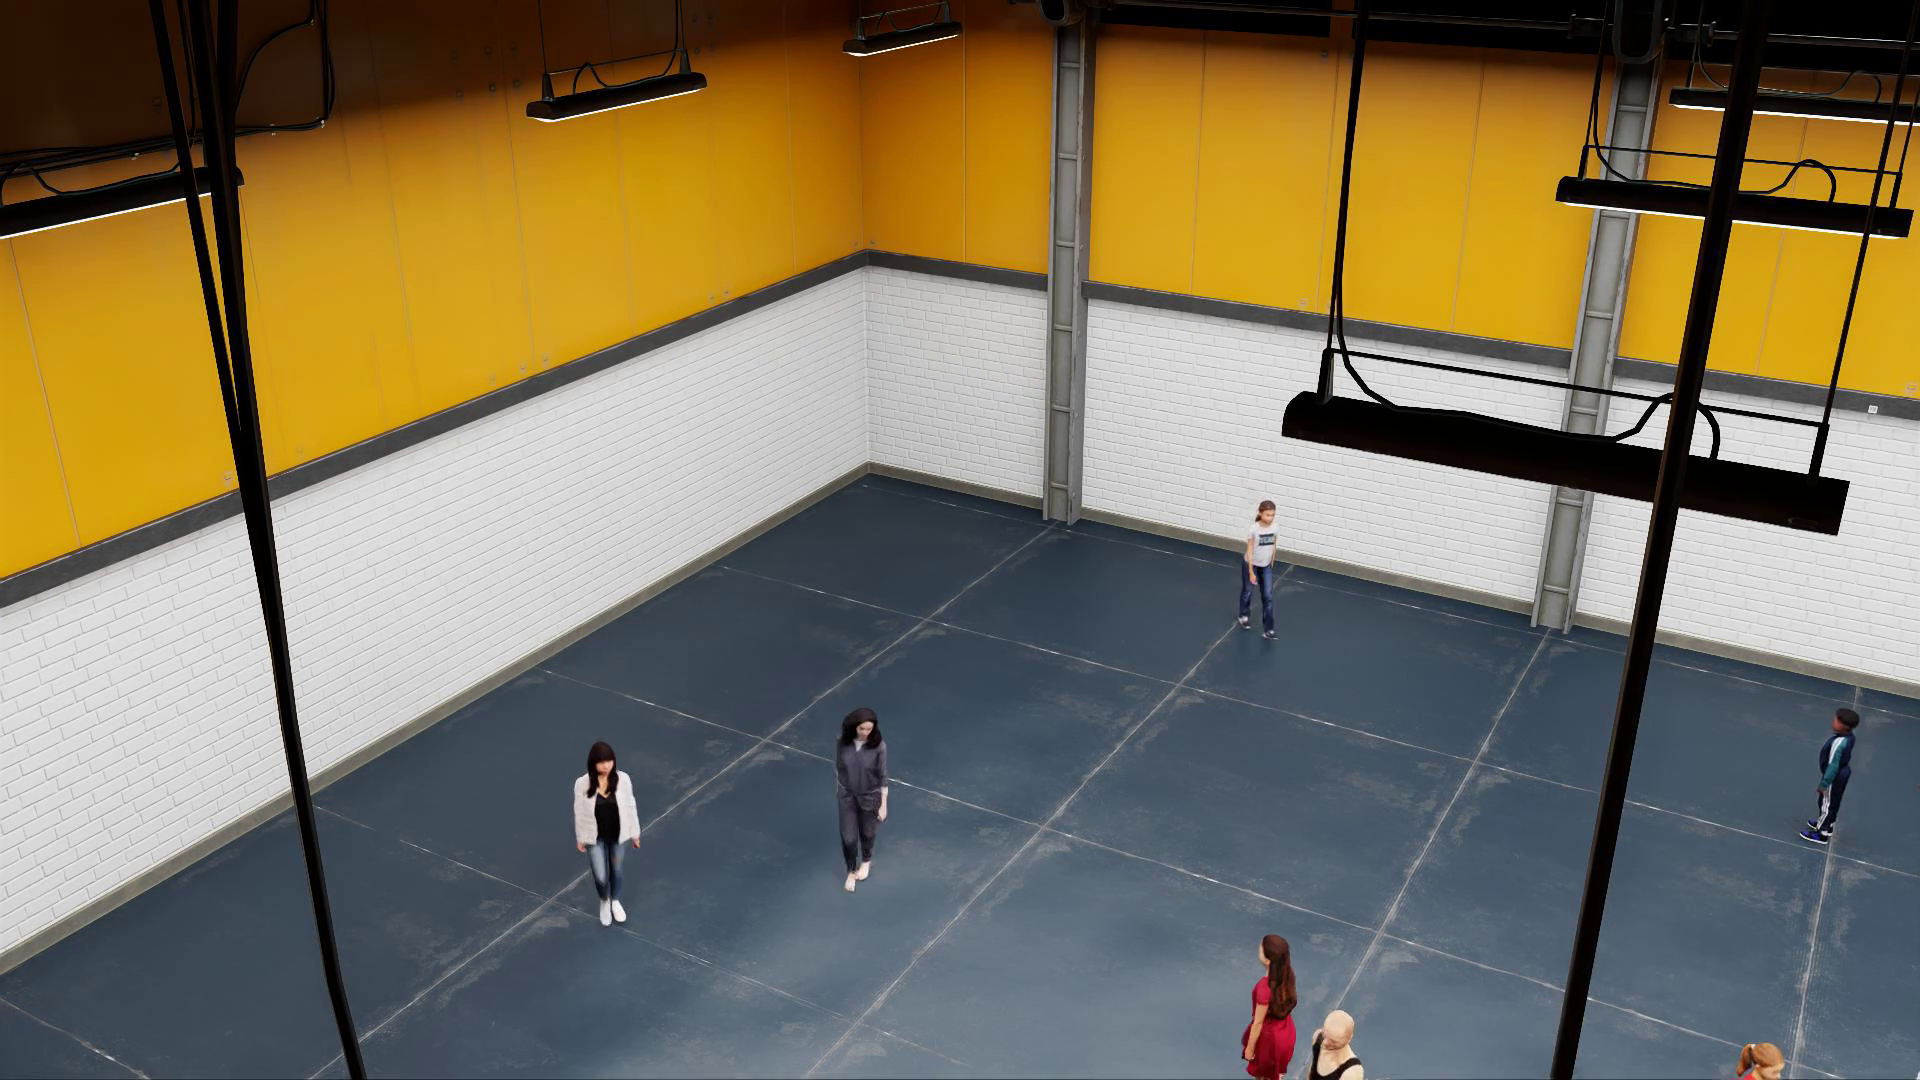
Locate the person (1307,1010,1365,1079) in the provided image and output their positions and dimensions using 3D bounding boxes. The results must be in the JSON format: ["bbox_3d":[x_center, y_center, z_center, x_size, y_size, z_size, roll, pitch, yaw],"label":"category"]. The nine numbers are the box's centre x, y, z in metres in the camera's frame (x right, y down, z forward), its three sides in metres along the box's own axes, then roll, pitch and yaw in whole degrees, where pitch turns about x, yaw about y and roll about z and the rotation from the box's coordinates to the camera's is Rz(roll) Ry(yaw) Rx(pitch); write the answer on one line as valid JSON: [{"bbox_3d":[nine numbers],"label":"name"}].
[{"bbox_3d":[2.322,3.531,10.024,1.144,1.778,1.064,-4,24,-9],"label":"person"}]

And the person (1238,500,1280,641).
[{"bbox_3d":[3.157,0.256,17.832,0.945,1.524,0.977,-4,24,-9],"label":"person"}]

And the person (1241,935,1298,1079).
[{"bbox_3d":[2.100,3.274,10.900,0.737,1.547,0.605,19,30,37],"label":"person"}]

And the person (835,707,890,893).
[{"bbox_3d":[-0.820,2.046,13.493,0.787,1.720,0.824,7,24,15],"label":"person"}]

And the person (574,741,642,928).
[{"bbox_3d":[-2.803,2.270,13.100,0.740,1.624,0.775,-10,25,-21],"label":"person"}]

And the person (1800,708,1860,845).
[{"bbox_3d":[7.462,1.997,14.184,0.531,1.255,0.540,21,31,39],"label":"person"}]

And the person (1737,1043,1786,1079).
[{"bbox_3d":[4.867,3.630,10.405,0.719,1.291,0.835,-13,27,-27],"label":"person"}]
